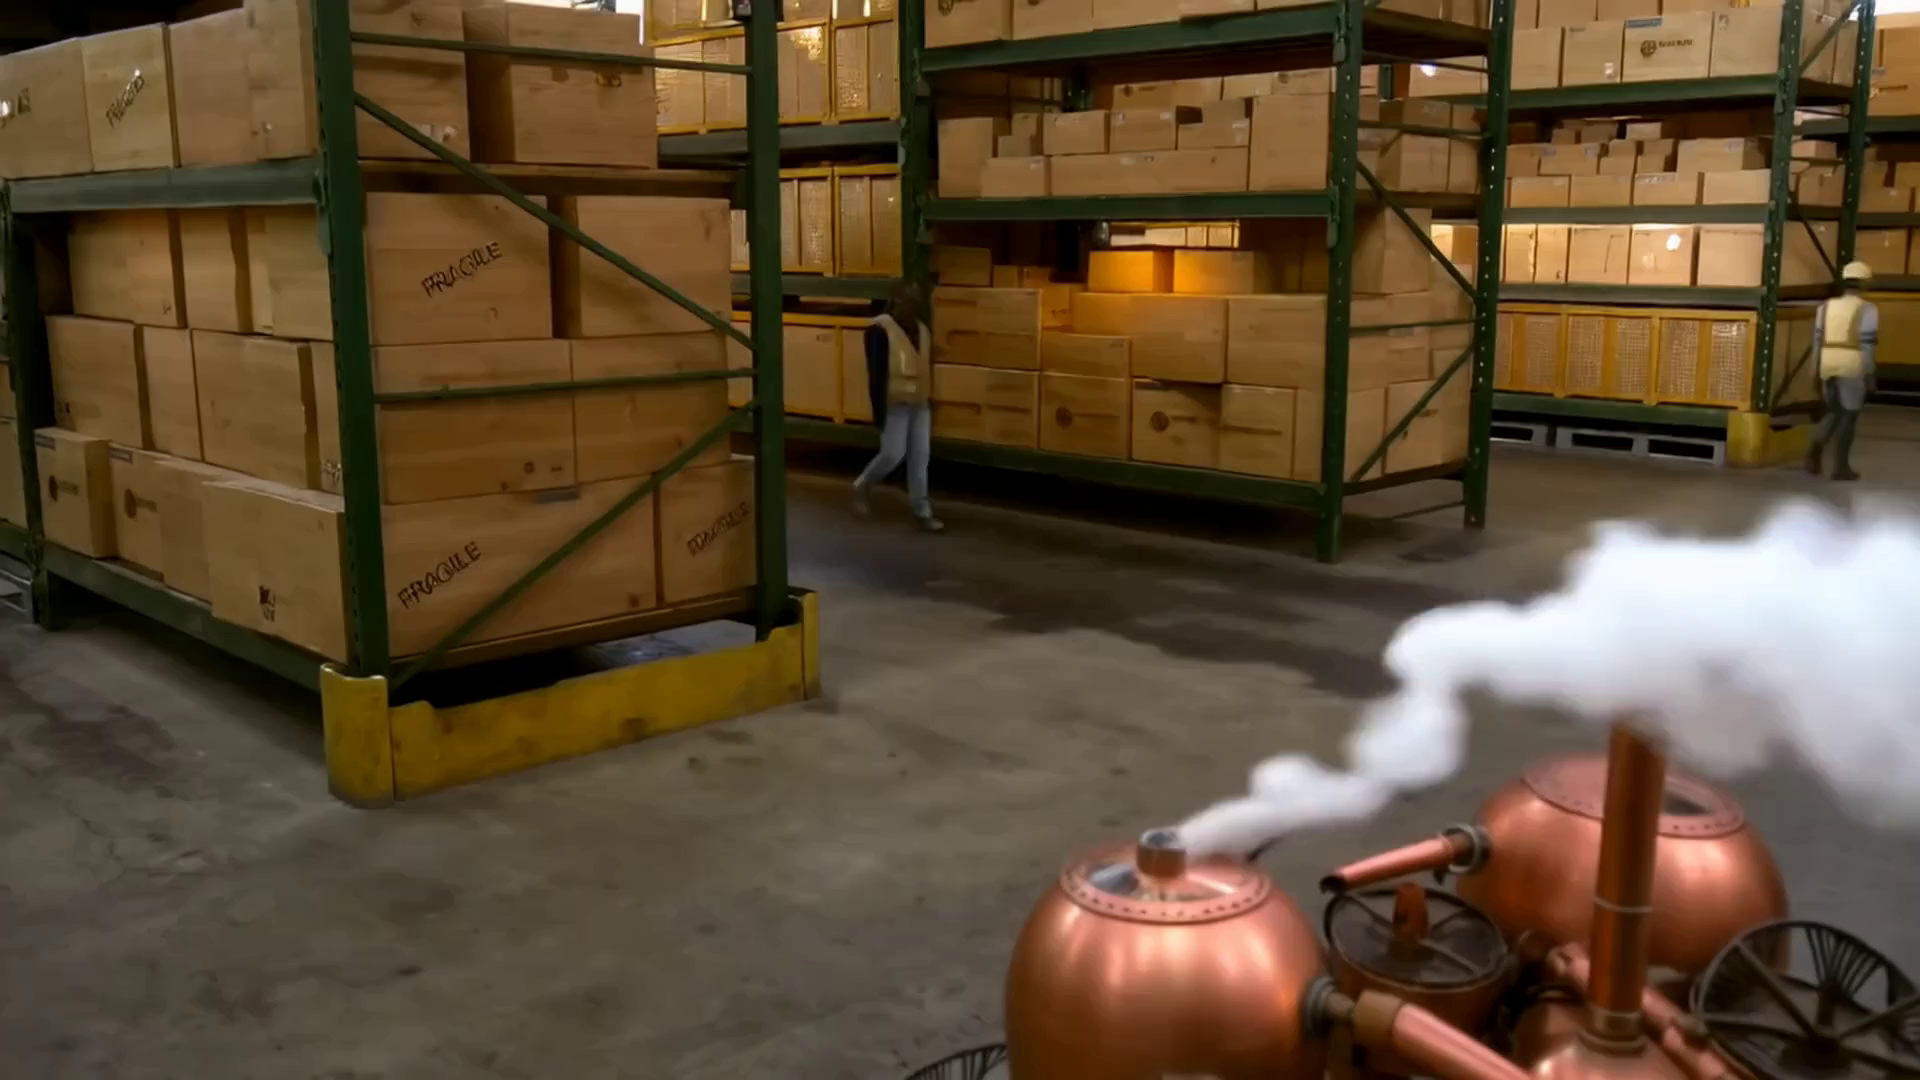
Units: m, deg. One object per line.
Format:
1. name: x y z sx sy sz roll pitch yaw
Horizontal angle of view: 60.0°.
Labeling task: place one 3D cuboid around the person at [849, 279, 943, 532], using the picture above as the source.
1. person: -0.456 -0.977 12.056 0.696 1.826 0.637 9 14 40

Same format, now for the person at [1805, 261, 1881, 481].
1. person: 7.687 -1.460 14.462 0.499 1.907 0.586 -5 12 -27
